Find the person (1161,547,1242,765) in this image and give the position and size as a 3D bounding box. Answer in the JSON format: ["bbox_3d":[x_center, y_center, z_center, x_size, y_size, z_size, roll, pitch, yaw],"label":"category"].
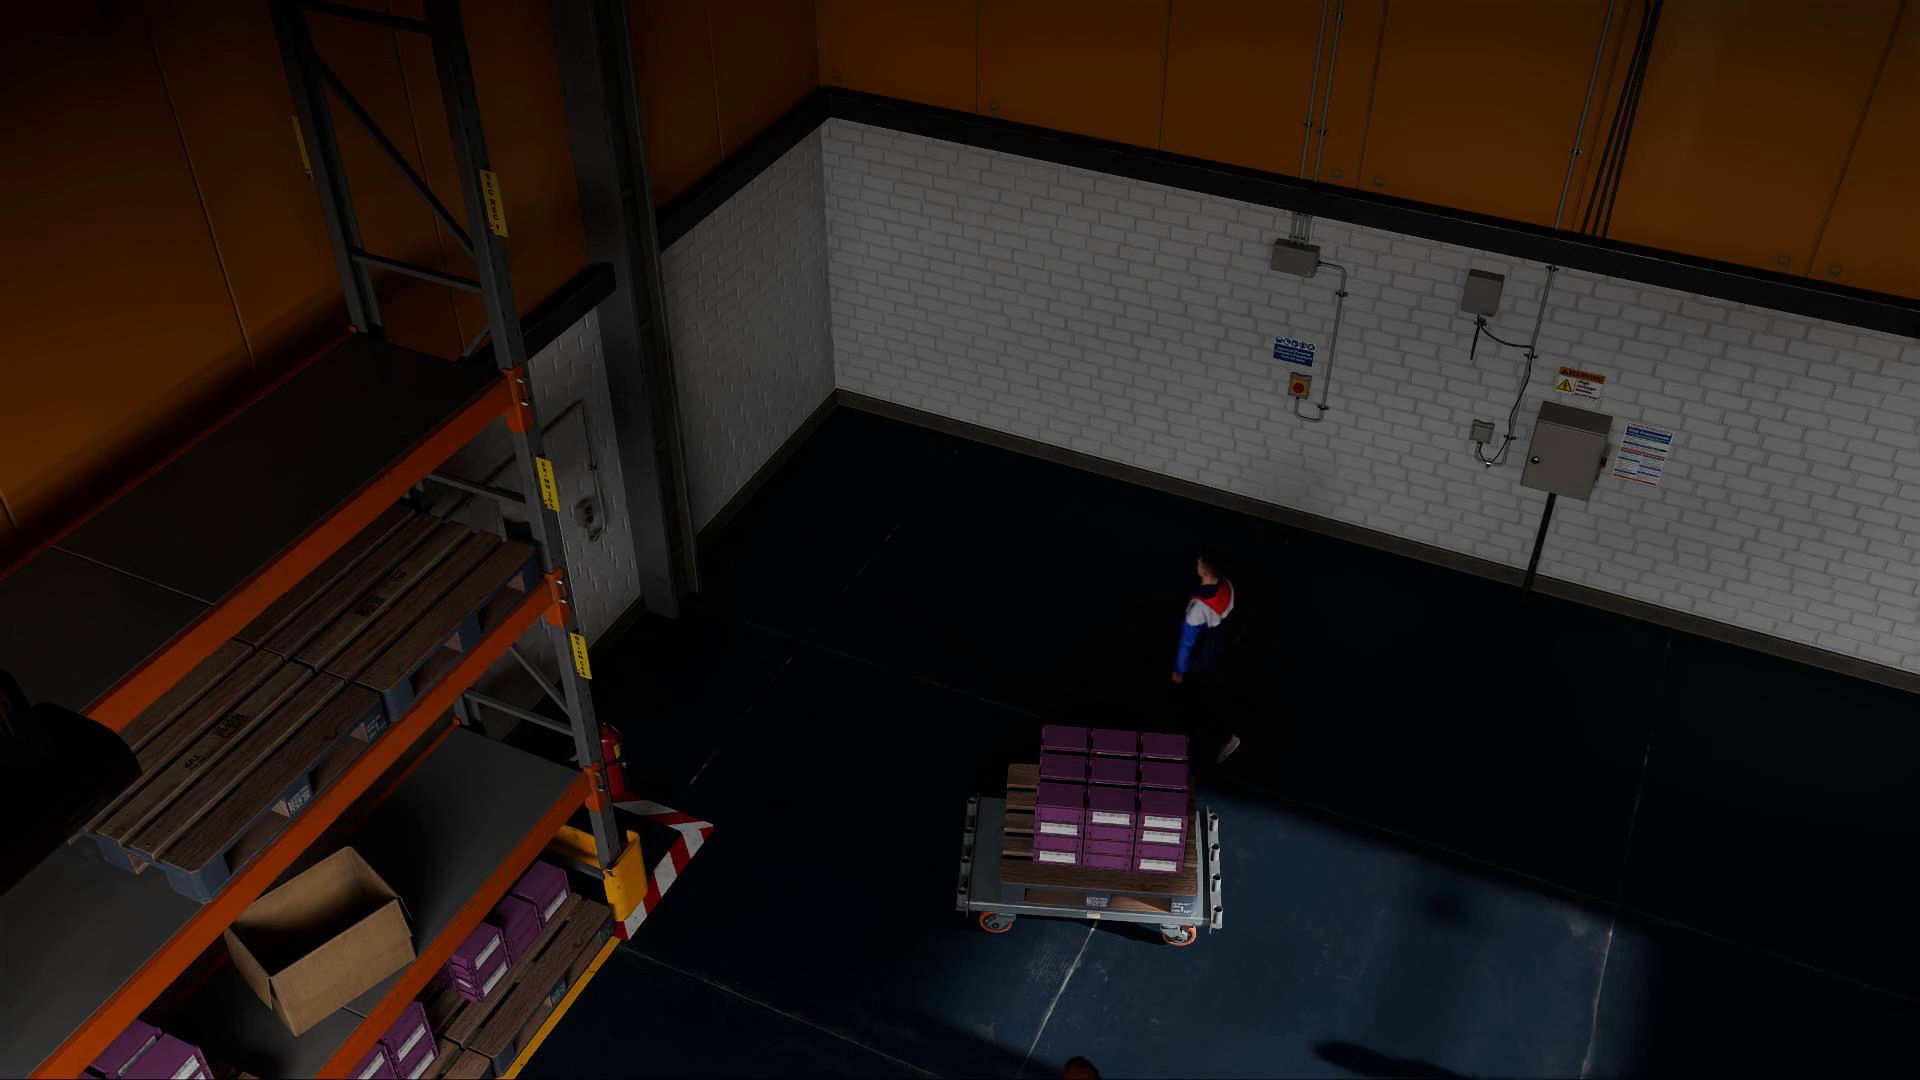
[{"bbox_3d":[1.686,0.813,11.281,0.818,1.739,0.914,26,45,29],"label":"person"}]
